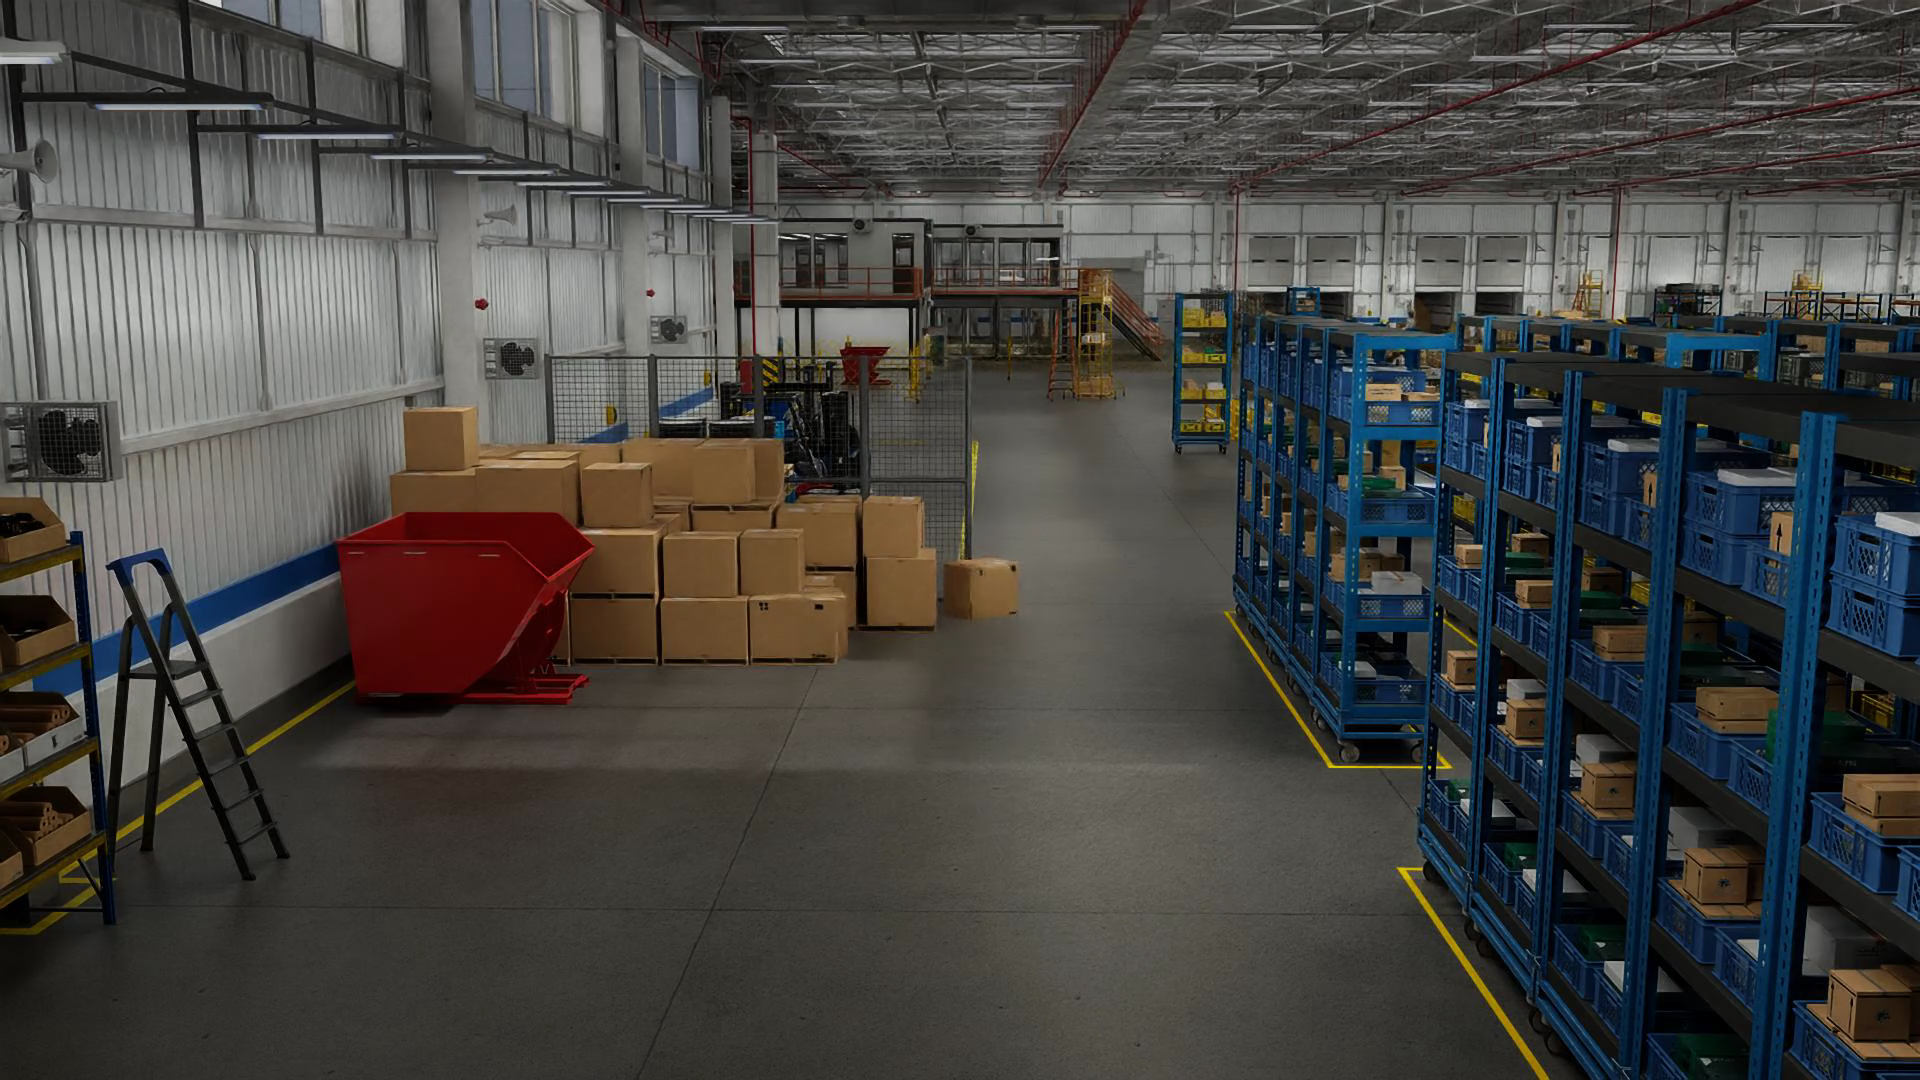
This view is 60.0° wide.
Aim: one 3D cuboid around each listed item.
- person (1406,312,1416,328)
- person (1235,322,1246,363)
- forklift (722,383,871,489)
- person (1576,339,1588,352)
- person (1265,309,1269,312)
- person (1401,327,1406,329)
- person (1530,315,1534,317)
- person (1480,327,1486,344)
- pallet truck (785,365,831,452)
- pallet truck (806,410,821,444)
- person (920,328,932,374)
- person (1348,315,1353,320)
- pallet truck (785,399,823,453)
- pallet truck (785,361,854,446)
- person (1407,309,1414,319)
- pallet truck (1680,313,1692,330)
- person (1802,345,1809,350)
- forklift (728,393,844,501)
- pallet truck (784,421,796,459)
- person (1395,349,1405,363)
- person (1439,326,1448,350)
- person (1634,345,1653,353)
[{"bbox_3d":[23.856,-11.041,87.619,0.645,1.913,0.867,-8,12,-40],"label":"person"},{"bbox_3d":[12.480,-8.724,73.619,0.556,1.828,0.639,5,10,27],"label":"person"},{"bbox_3d":[-2.893,-1.687,28.729,2.680,1.987,1.157,0,9,-1],"label":"forklift"},{"bbox_3d":[21.094,-5.971,56.558,0.508,1.853,0.501,9,13,43],"label":"person"},{"bbox_3d":[17.527,-12.224,94.932,0.678,1.912,0.591,7,11,35],"label":"person"},{"bbox_3d":[16.631,-6.983,62.415,0.604,1.988,1.089,7,11,36],"label":"person"},{"bbox_3d":[27.673,-9.913,80.555,0.850,1.965,0.619,-7,11,-36],"label":"person"},{"bbox_3d":[24.377,-9.262,76.941,0.484,1.824,0.661,-7,12,-38],"label":"person"},{"bbox_3d":[-3.774,-2.976,37.635,1.885,1.965,0.823,1,9,5],"label":"pallet truck"},{"bbox_3d":[-3.559,-2.018,33.905,1.522,1.261,0.704,0,9,-1],"label":"pallet truck"},{"bbox_3d":[-1.444,-7.467,65.765,0.792,1.851,0.596,2,9,12],"label":"person"},{"bbox_3d":[19.577,-10.271,82.997,1.051,1.898,0.630,2,9,10],"label":"person"},{"bbox_3d":[-3.814,-2.432,36.419,1.630,1.274,0.653,0,9,1],"label":"pallet truck"},{"bbox_3d":[-3.410,-3.193,38.978,1.885,1.965,0.823,0,9,-1],"label":"pallet truck"},{"bbox_3d":[25.638,-12.209,94.837,0.393,1.921,0.585,8,12,40],"label":"person"},{"bbox_3d":[36.315,-10.531,84.244,0.823,1.965,1.885,-6,11,-33],"label":"pallet truck"},{"bbox_3d":[27.731,-5.572,54.638,0.547,1.667,0.756,1,9,6],"label":"person"},{"bbox_3d":[-2.979,-1.316,26.476,2.680,1.987,1.157,0,9,1],"label":"forklift"},{"bbox_3d":[-4.013,-1.793,32.705,1.601,1.201,0.680,0,9,1],"label":"pallet truck"},{"bbox_3d":[13.620,-5.079,51.353,0.332,1.760,0.526,-3,10,-16],"label":"person"},{"bbox_3d":[19.899,-7.870,68.376,0.552,1.823,0.971,6,11,34],"label":"person"},{"bbox_3d":[24.367,-6.527,59.408,0.689,2.000,0.535,-1,9,-5],"label":"person"}]
